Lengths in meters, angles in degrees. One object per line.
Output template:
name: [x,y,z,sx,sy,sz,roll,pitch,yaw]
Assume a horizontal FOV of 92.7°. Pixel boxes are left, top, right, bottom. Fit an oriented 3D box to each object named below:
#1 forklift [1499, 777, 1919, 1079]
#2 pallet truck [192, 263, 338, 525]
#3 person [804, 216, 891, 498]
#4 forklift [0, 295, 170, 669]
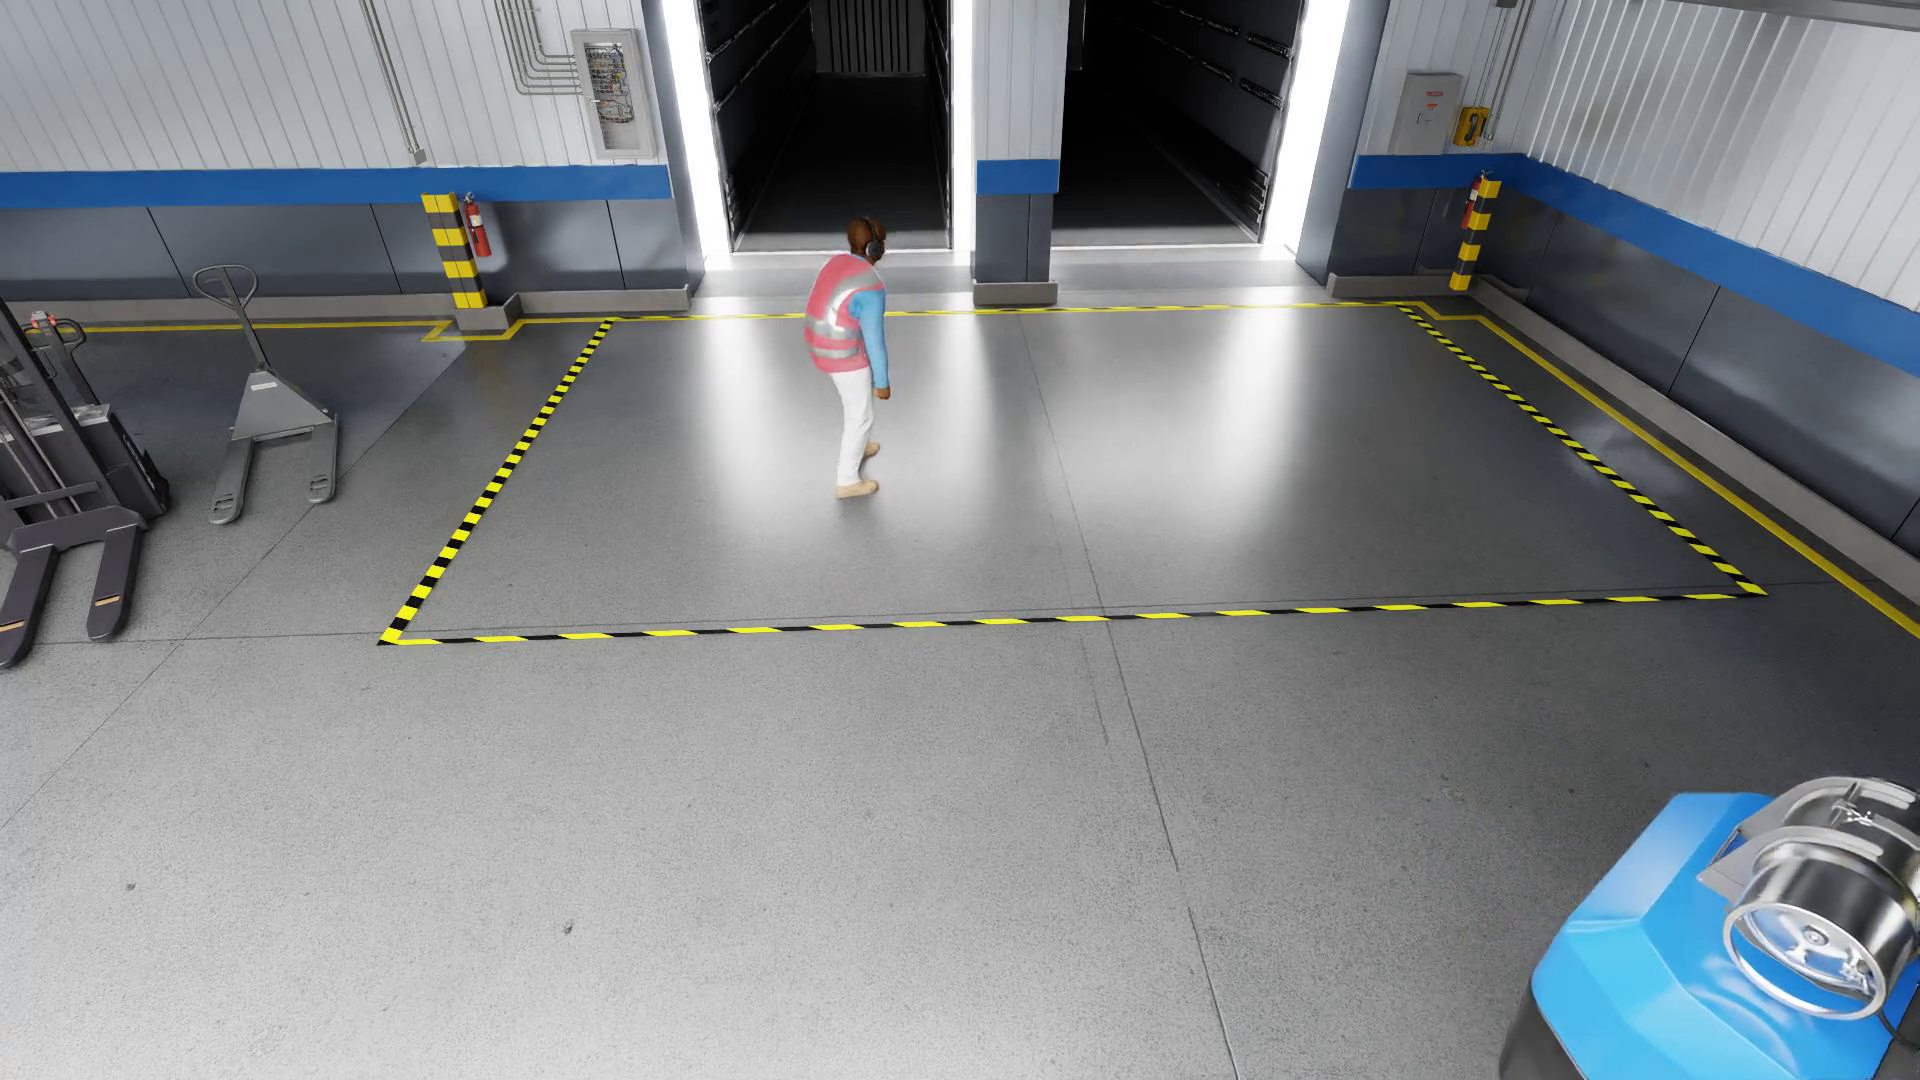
forklift: [2.801,1.352,1.737,1.157,2.036,2.680,-23,41,-30]
pallet truck: [-4.778,-1.027,6.128,0.680,1.201,1.601,-17,38,-23]
person: [-0.699,-1.191,5.967,0.615,1.704,0.809,-19,39,-25]
forklift: [-5.212,-0.618,4.878,0.823,1.965,1.885,-20,39,-26]
